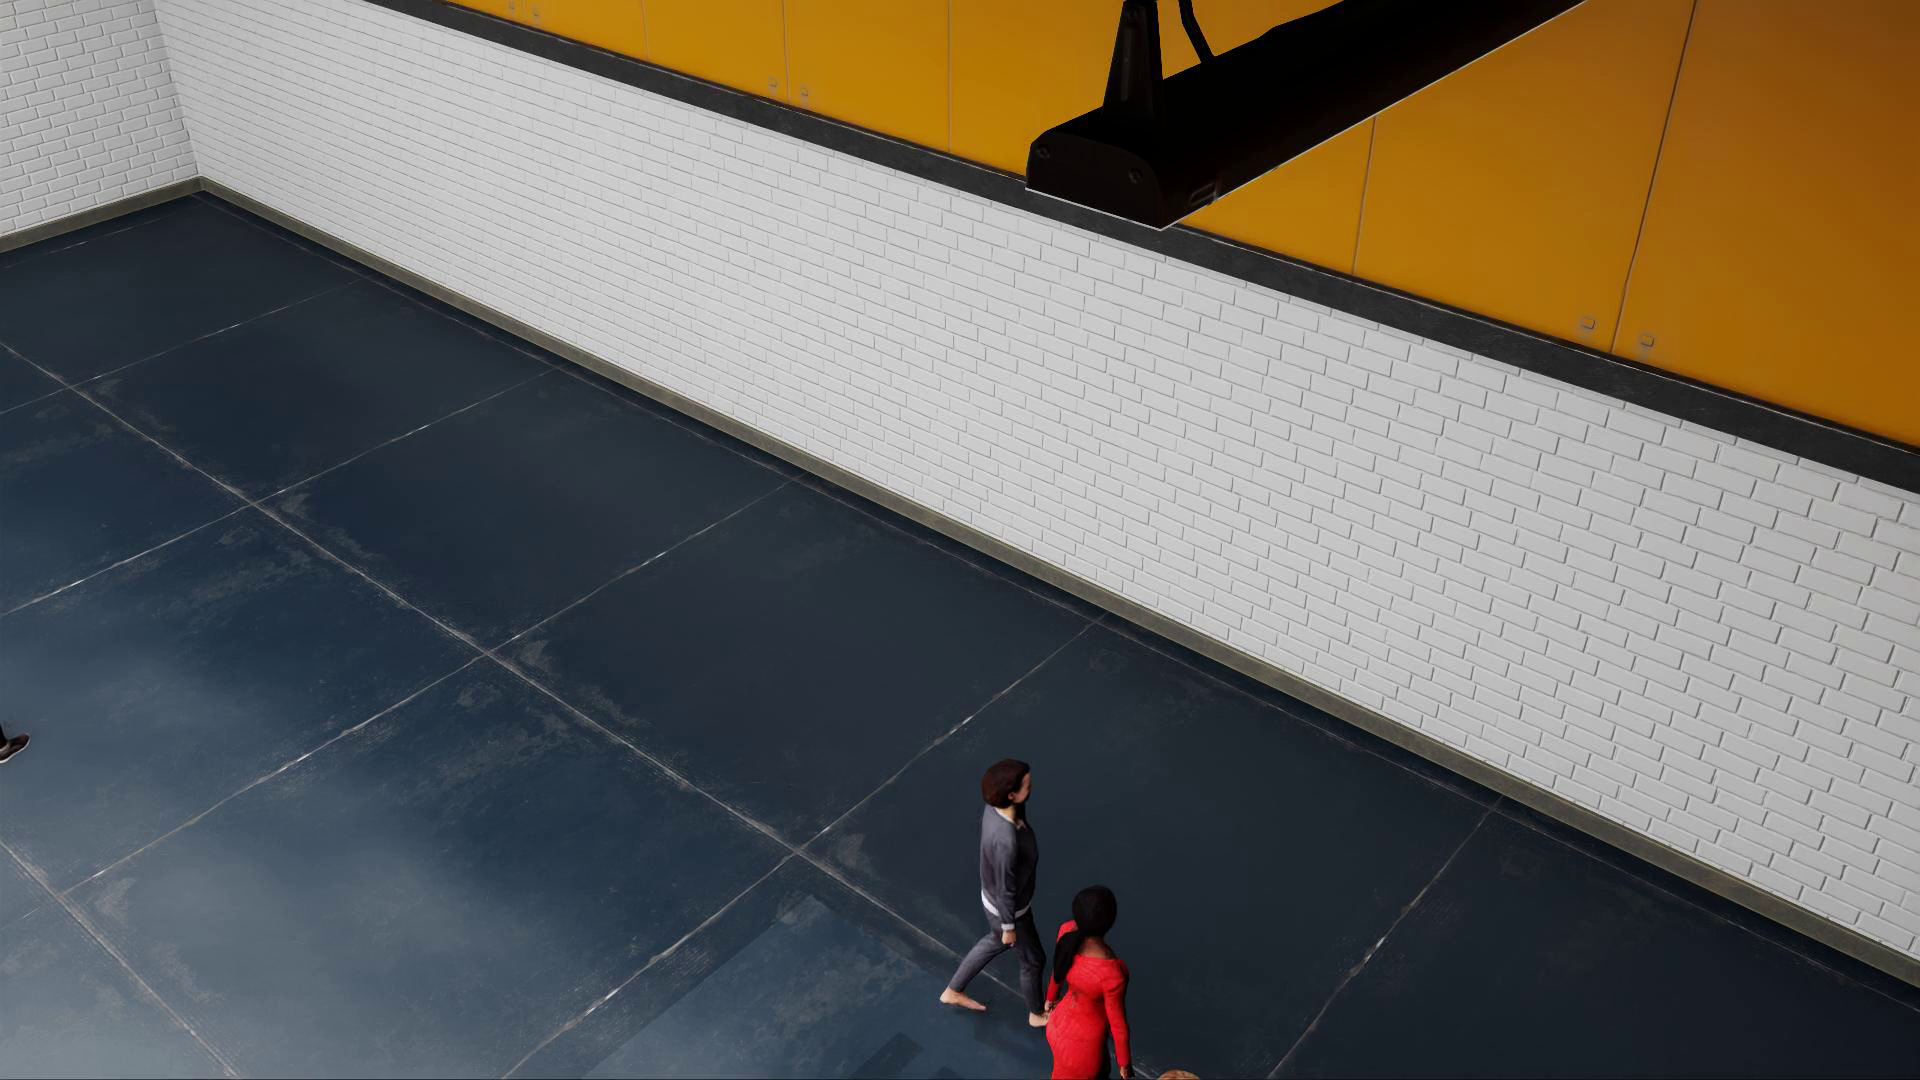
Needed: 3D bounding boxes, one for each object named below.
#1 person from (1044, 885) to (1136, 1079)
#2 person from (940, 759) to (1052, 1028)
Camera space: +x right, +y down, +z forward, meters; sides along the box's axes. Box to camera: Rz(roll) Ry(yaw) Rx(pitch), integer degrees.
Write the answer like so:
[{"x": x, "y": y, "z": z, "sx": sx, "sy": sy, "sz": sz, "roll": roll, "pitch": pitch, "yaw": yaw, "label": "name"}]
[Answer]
[{"x": 0.465, "y": 2.314, "z": 7.587, "sx": 0.908, "sy": 1.767, "sz": 0.857, "roll": -12, "pitch": 35, "yaw": -17, "label": "person"}, {"x": 0.174, "y": 1.803, "z": 8.359, "sx": 1.043, "sy": 1.752, "sz": 0.971, "roll": -4, "pitch": 34, "yaw": -7, "label": "person"}]
